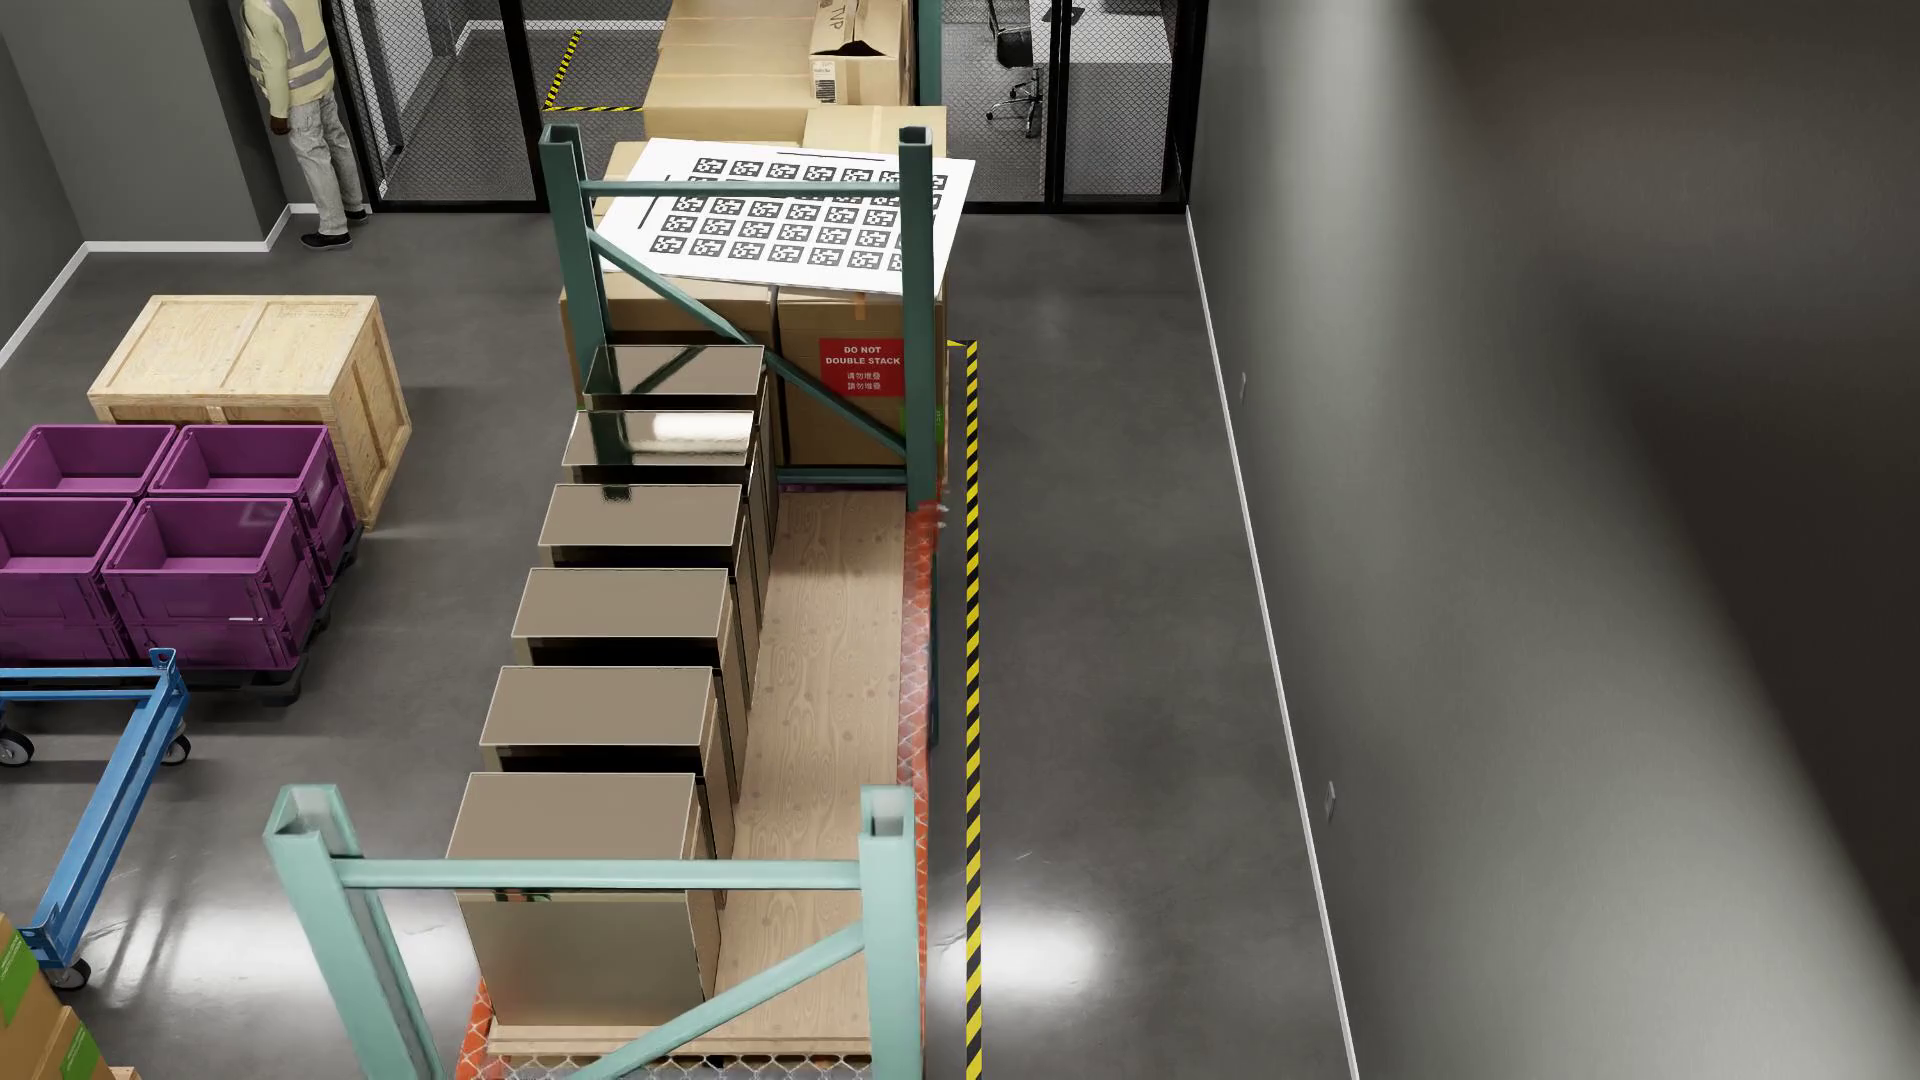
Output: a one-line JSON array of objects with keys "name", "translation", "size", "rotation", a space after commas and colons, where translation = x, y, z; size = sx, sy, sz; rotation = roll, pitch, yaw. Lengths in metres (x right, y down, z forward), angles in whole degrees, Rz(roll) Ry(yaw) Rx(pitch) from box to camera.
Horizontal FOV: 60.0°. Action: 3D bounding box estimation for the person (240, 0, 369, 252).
[{"name": "person", "translation": [-3.473, -2.389, 8.697], "size": [0.403, 1.833, 0.586], "rotation": [5, 41, 6]}]
